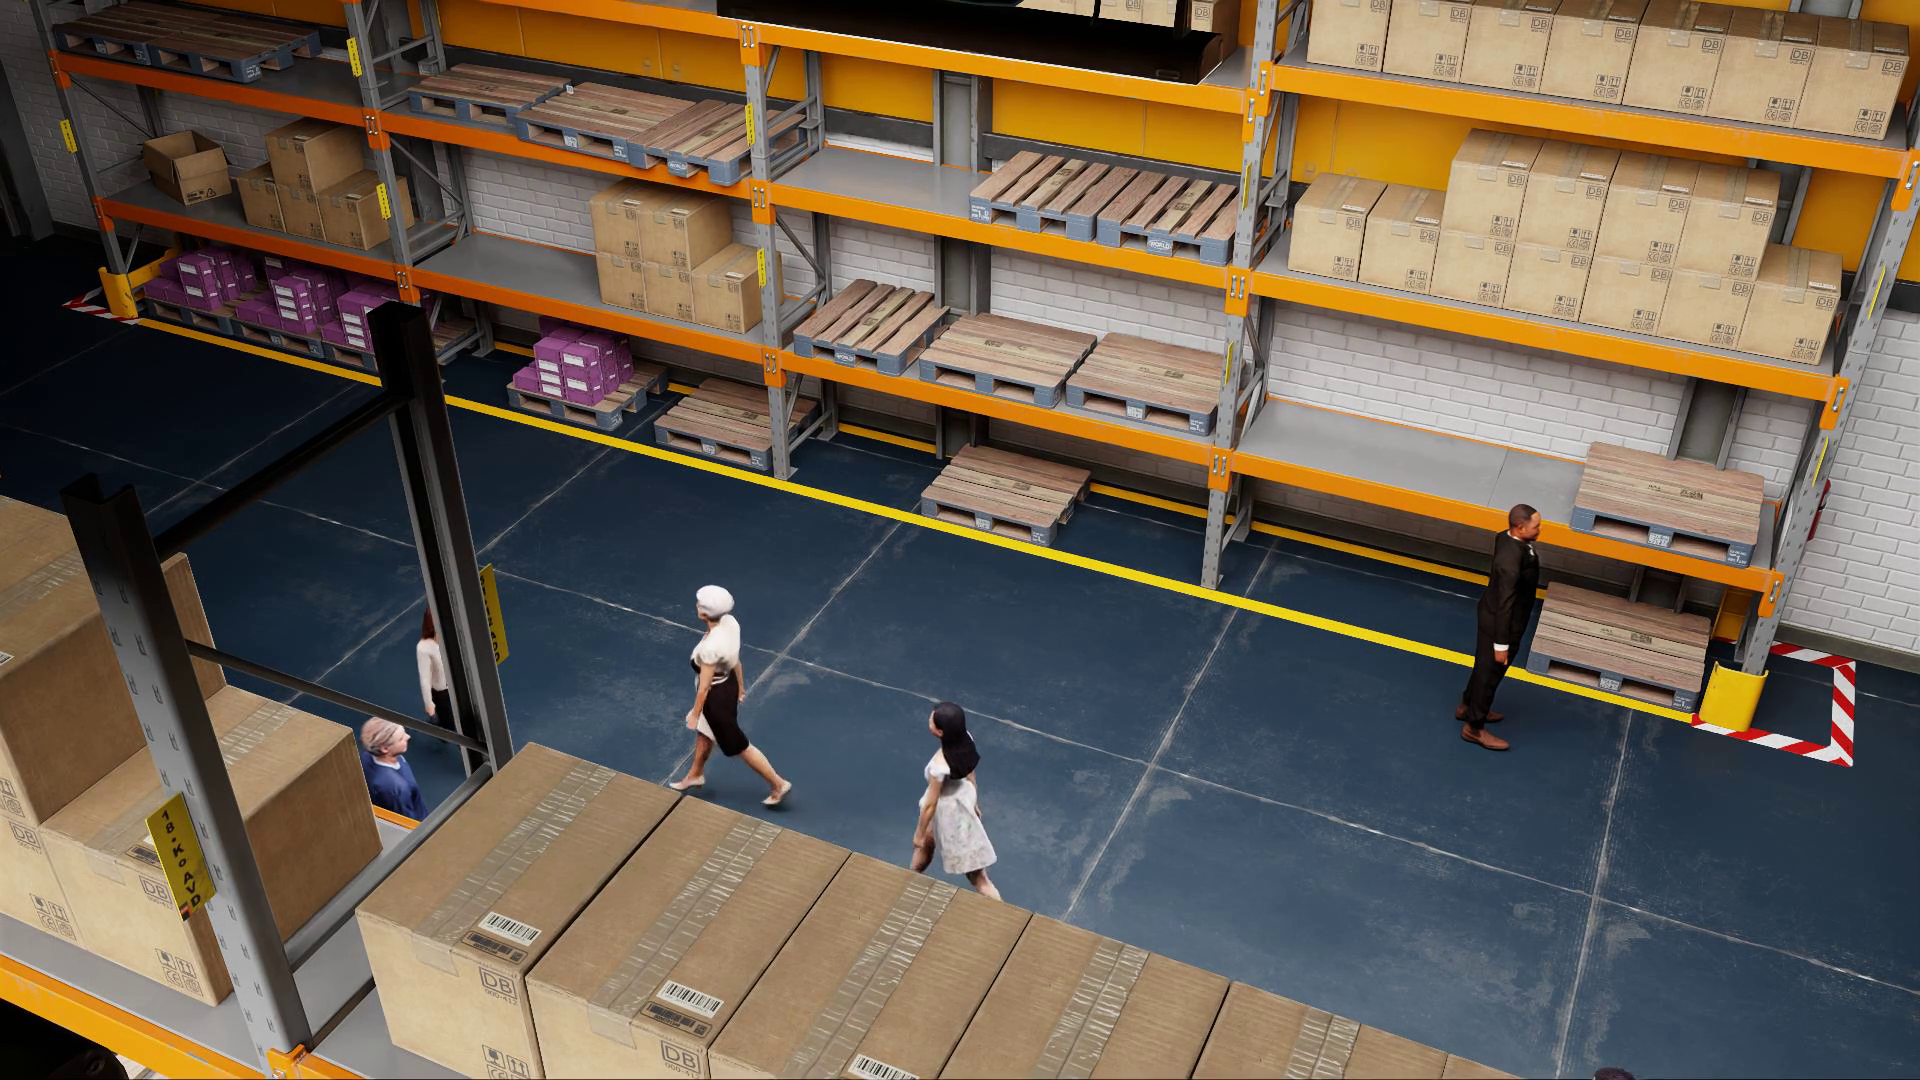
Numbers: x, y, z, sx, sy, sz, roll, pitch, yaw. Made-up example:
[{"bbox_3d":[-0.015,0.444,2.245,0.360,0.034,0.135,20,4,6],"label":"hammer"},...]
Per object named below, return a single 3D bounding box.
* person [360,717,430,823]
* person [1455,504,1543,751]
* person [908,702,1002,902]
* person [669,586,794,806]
[{"bbox_3d":[-3.254,1.761,9.748,0.798,1.867,0.685,-19,38,-26],"label":"person"},{"bbox_3d":[3.735,0.570,11.506,0.679,1.905,0.728,8,34,11],"label":"person"},{"bbox_3d":[0.035,1.740,9.916,1.189,1.716,0.632,15,37,22],"label":"person"},{"bbox_3d":[-1.461,1.094,10.896,1.184,1.707,0.875,3,34,5],"label":"person"}]
